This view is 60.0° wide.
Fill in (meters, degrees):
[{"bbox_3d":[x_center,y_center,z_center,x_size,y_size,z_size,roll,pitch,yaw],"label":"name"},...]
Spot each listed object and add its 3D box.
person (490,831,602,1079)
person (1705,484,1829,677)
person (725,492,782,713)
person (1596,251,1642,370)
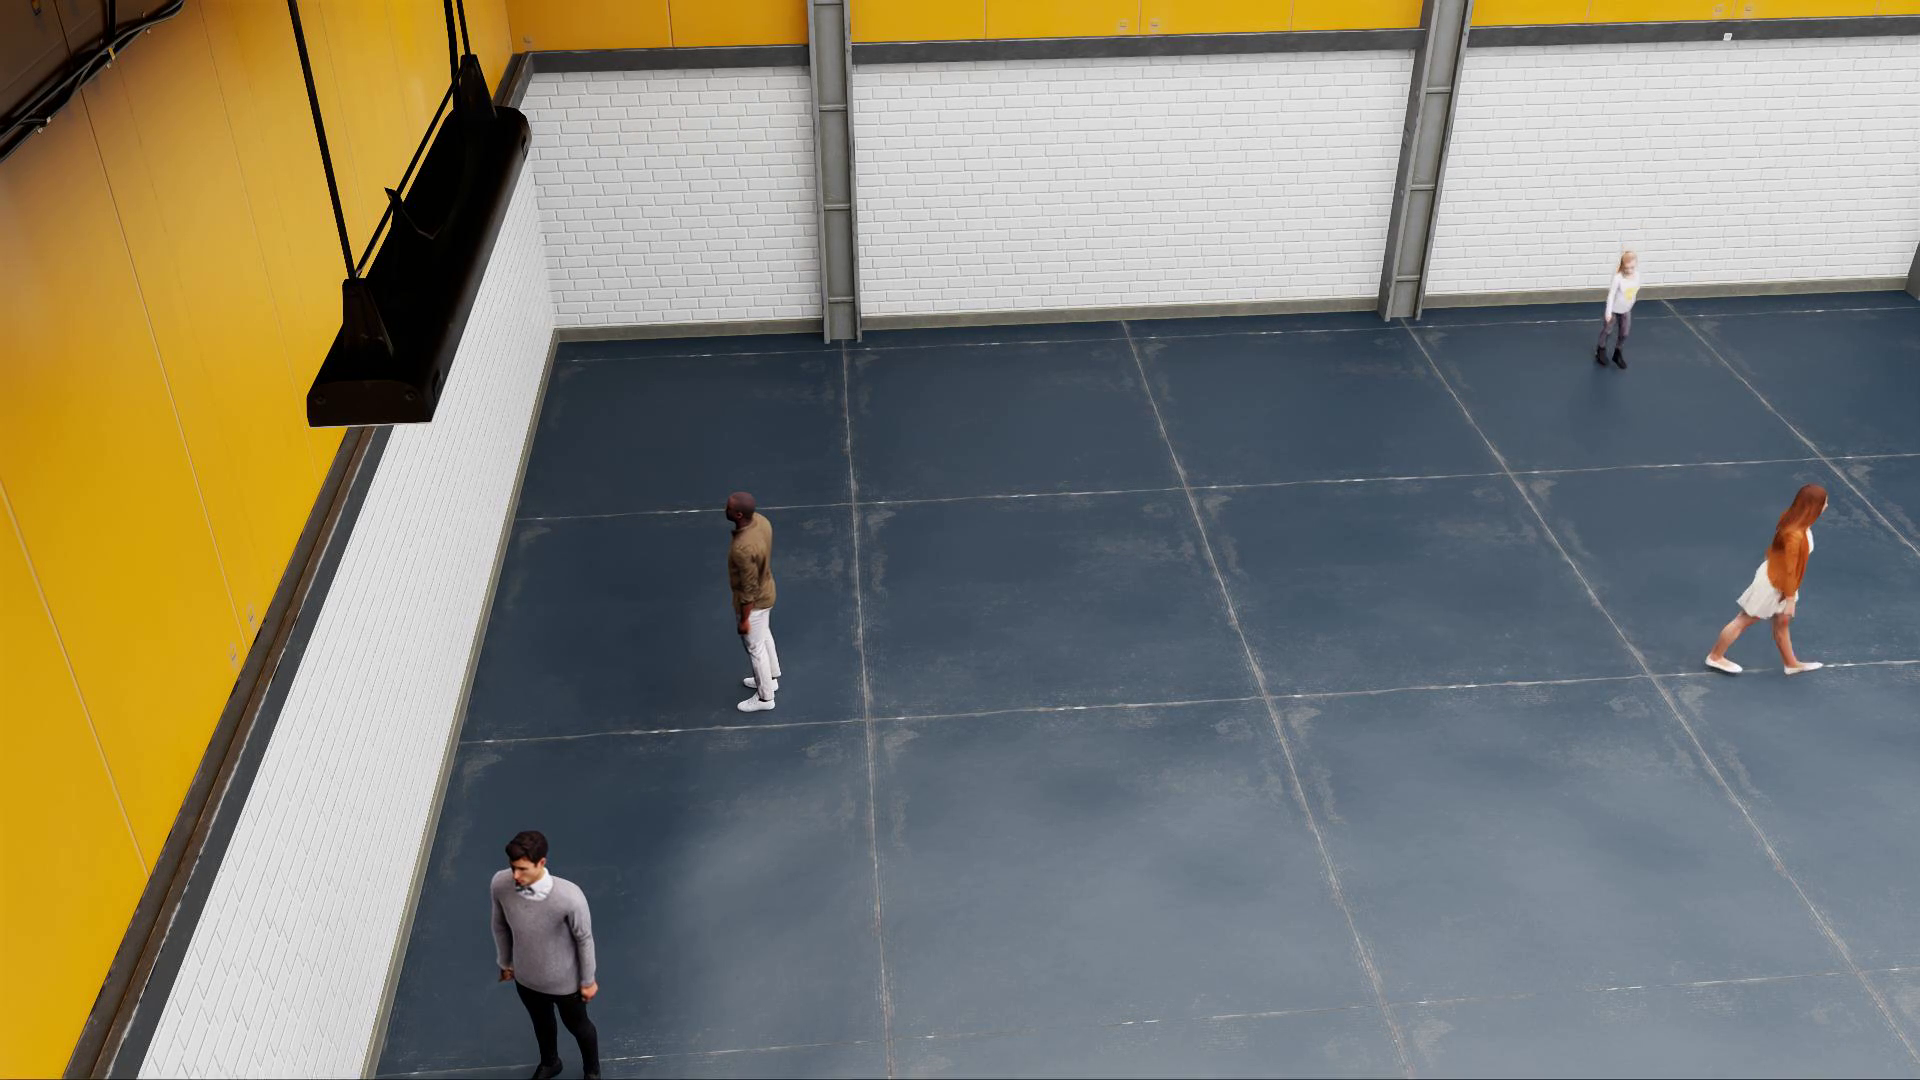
[{"bbox_3d":[-2.235,2.324,9.067,0.717,1.923,0.887,9,35,14],"label":"person"},{"bbox_3d":[5.927,0.312,12.306,1.140,1.688,0.957,13,36,19],"label":"person"},{"bbox_3d":[-1.497,0.430,12.004,0.627,1.825,0.767,3,34,4],"label":"person"},{"bbox_3d":[6.598,-2.336,16.683,0.546,1.252,0.579,-10,35,-15],"label":"person"}]
